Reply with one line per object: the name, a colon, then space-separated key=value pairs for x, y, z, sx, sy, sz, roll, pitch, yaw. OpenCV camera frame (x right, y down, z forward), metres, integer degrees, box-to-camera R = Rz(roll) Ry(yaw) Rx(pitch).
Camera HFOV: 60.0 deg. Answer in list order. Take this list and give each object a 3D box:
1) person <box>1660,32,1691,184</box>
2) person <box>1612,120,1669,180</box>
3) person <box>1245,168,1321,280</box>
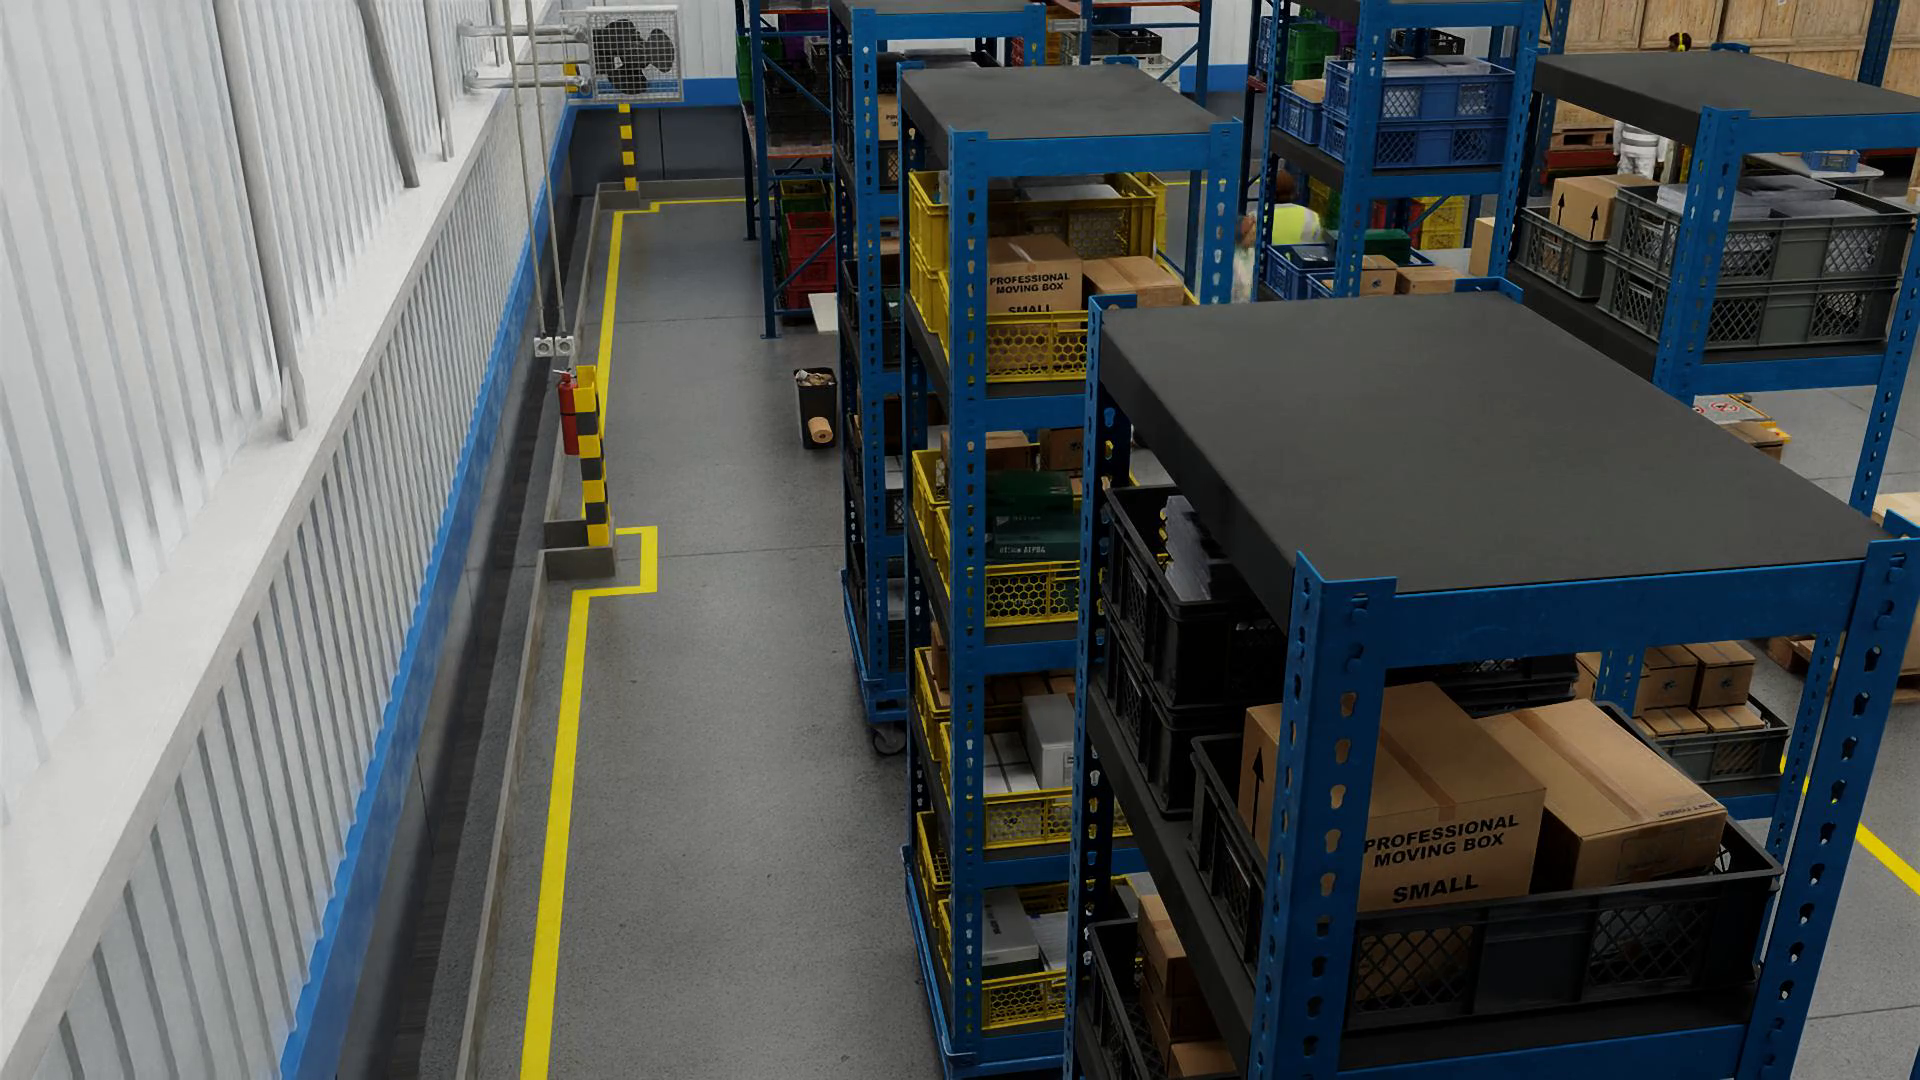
person: x=7.962 y=-4.723 z=18.657 sx=0.349 sy=1.868 sz=0.605 roll=9 pitch=26 yaw=19
person: x=6.898 y=-3.927 z=16.886 sx=0.343 sy=1.882 sz=0.586 roll=-18 pitch=30 yaw=-34
person: x=2.322 y=-1.848 z=12.425 sx=0.639 sy=1.841 sz=0.428 roll=0 pitch=25 yaw=-1
